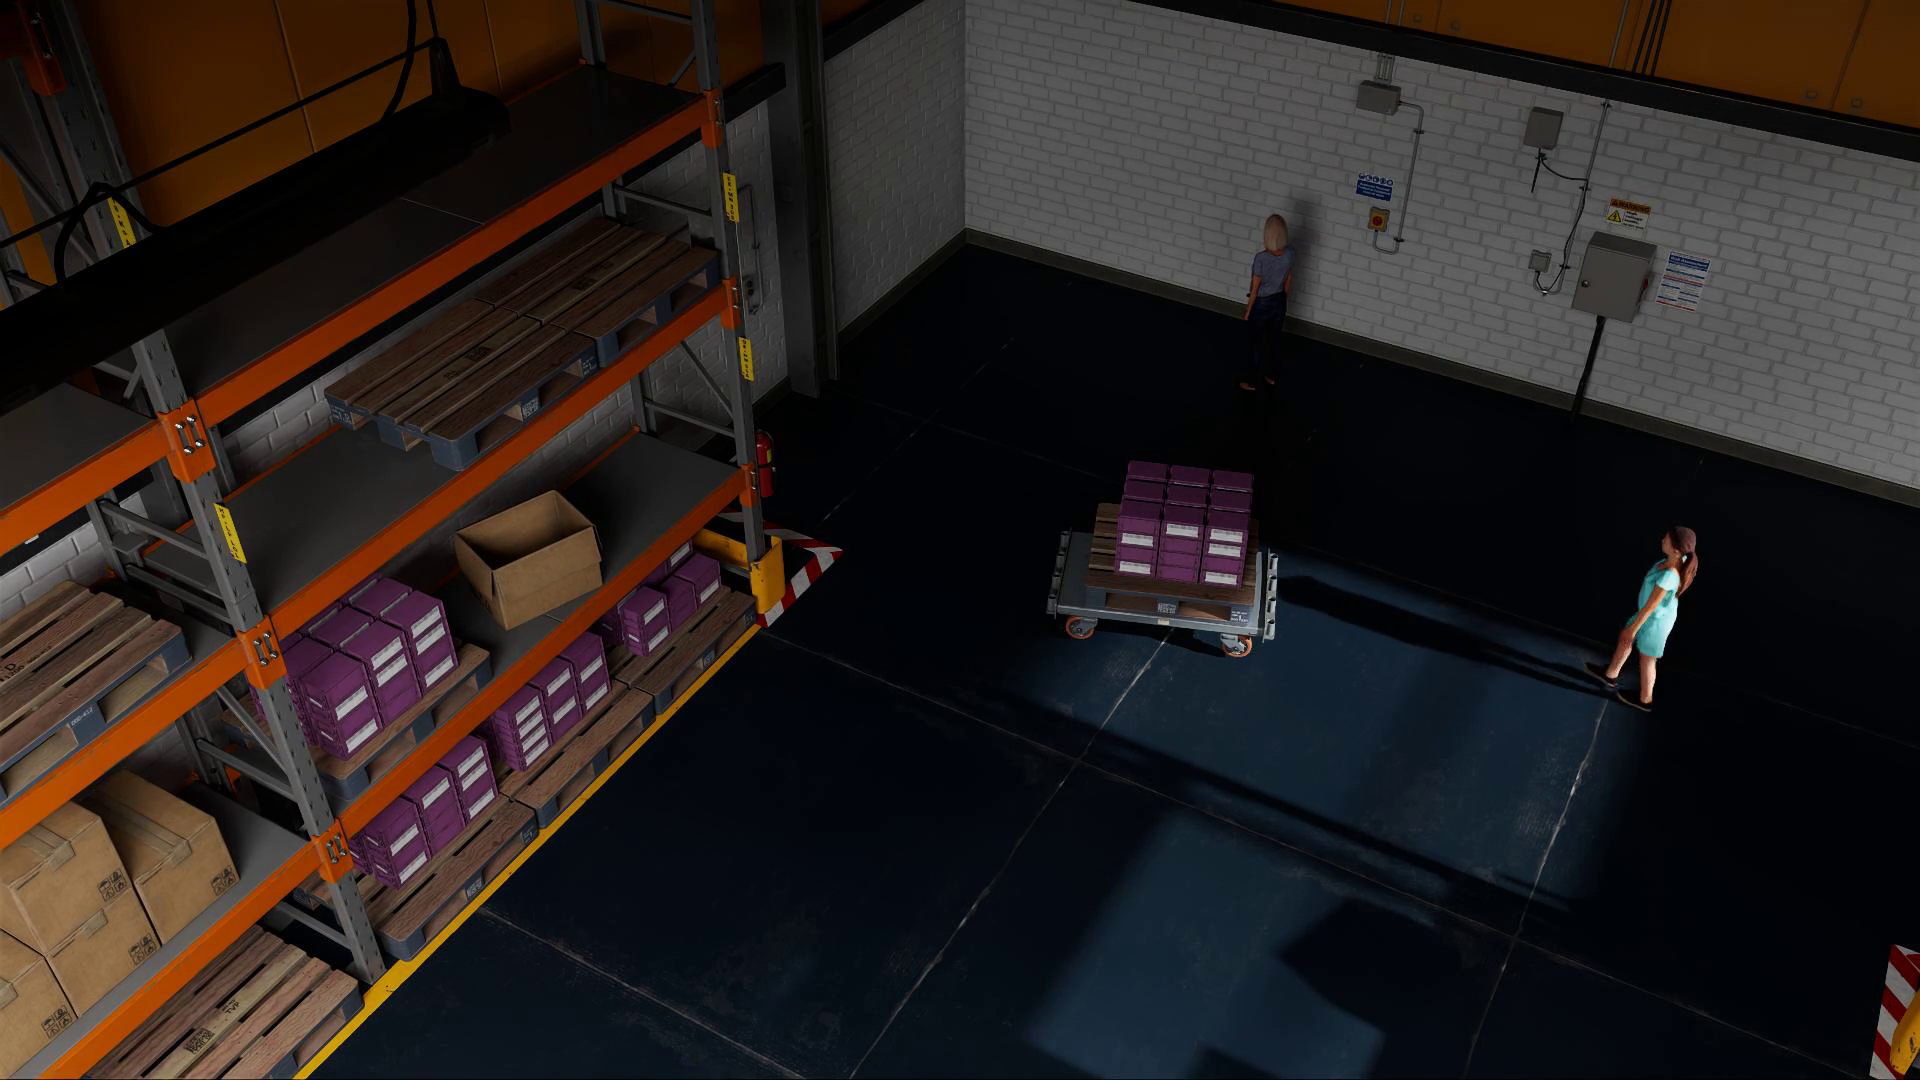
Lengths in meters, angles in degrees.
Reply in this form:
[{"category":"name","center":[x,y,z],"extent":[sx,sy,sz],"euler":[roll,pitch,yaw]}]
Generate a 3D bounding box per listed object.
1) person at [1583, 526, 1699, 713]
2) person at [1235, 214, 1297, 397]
[{"category":"person","center":[4.799,0.565,11.313],"extent":[0.675,1.547,0.741],"euler":[27,46,29]},{"category":"person","center":[2.672,-2.038,14.434],"extent":[0.630,1.721,0.723],"euler":[-15,41,-18]}]
